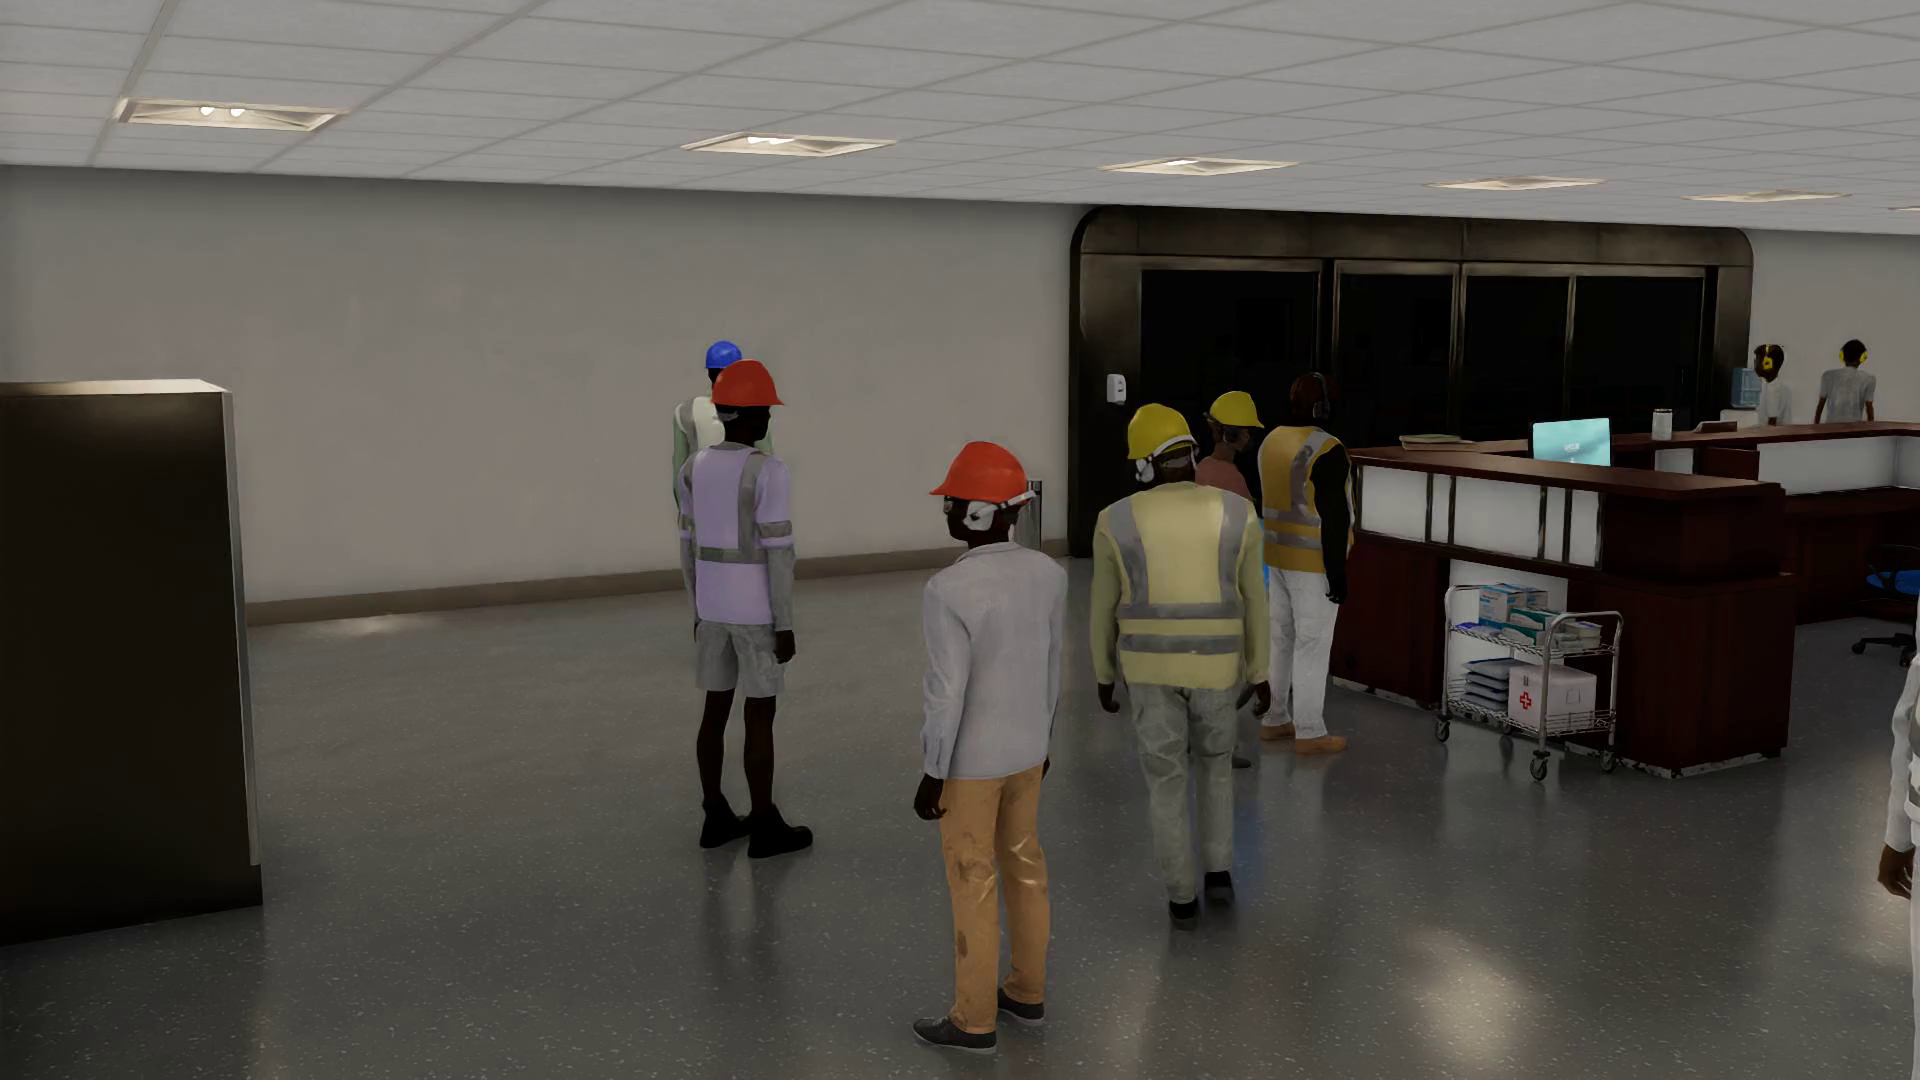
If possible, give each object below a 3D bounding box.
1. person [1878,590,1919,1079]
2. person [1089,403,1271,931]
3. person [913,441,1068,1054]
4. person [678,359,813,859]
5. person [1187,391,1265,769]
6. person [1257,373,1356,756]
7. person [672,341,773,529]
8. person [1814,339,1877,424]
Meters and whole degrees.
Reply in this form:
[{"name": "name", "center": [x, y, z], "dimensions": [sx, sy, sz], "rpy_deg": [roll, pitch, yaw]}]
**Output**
[{"name": "person", "center": [2.252, 0.693, 3.623], "dimensions": [0.356, 1.884, 0.574], "rpy_deg": [-2, 8, -16]}, {"name": "person", "center": [0.756, 0.431, 5.803], "dimensions": [0.618, 1.804, 0.537], "rpy_deg": [0, 8, 2]}, {"name": "person", "center": [0.074, 0.591, 4.816], "dimensions": [0.319, 1.755, 0.573], "rpy_deg": [7, 10, 40]}, {"name": "person", "center": [-0.846, 0.265, 6.524], "dimensions": [0.547, 1.938, 0.378], "rpy_deg": [6, 10, 36]}, {"name": "person", "center": [1.234, 0.184, 7.776], "dimensions": [0.342, 1.756, 0.518], "rpy_deg": [-1, 8, -9]}, {"name": "person", "center": [1.675, 0.114, 8.024], "dimensions": [0.430, 1.836, 0.619], "rpy_deg": [-3, 8, -19]}, {"name": "person", "center": [-1.406, -0.214, 9.952], "dimensions": [0.608, 1.946, 0.406], "rpy_deg": [0, 8, 3]}, {"name": "person", "center": [8.676, -1.047, 16.372], "dimensions": [0.575, 1.845, 0.468], "rpy_deg": [5, 10, 34]}]
